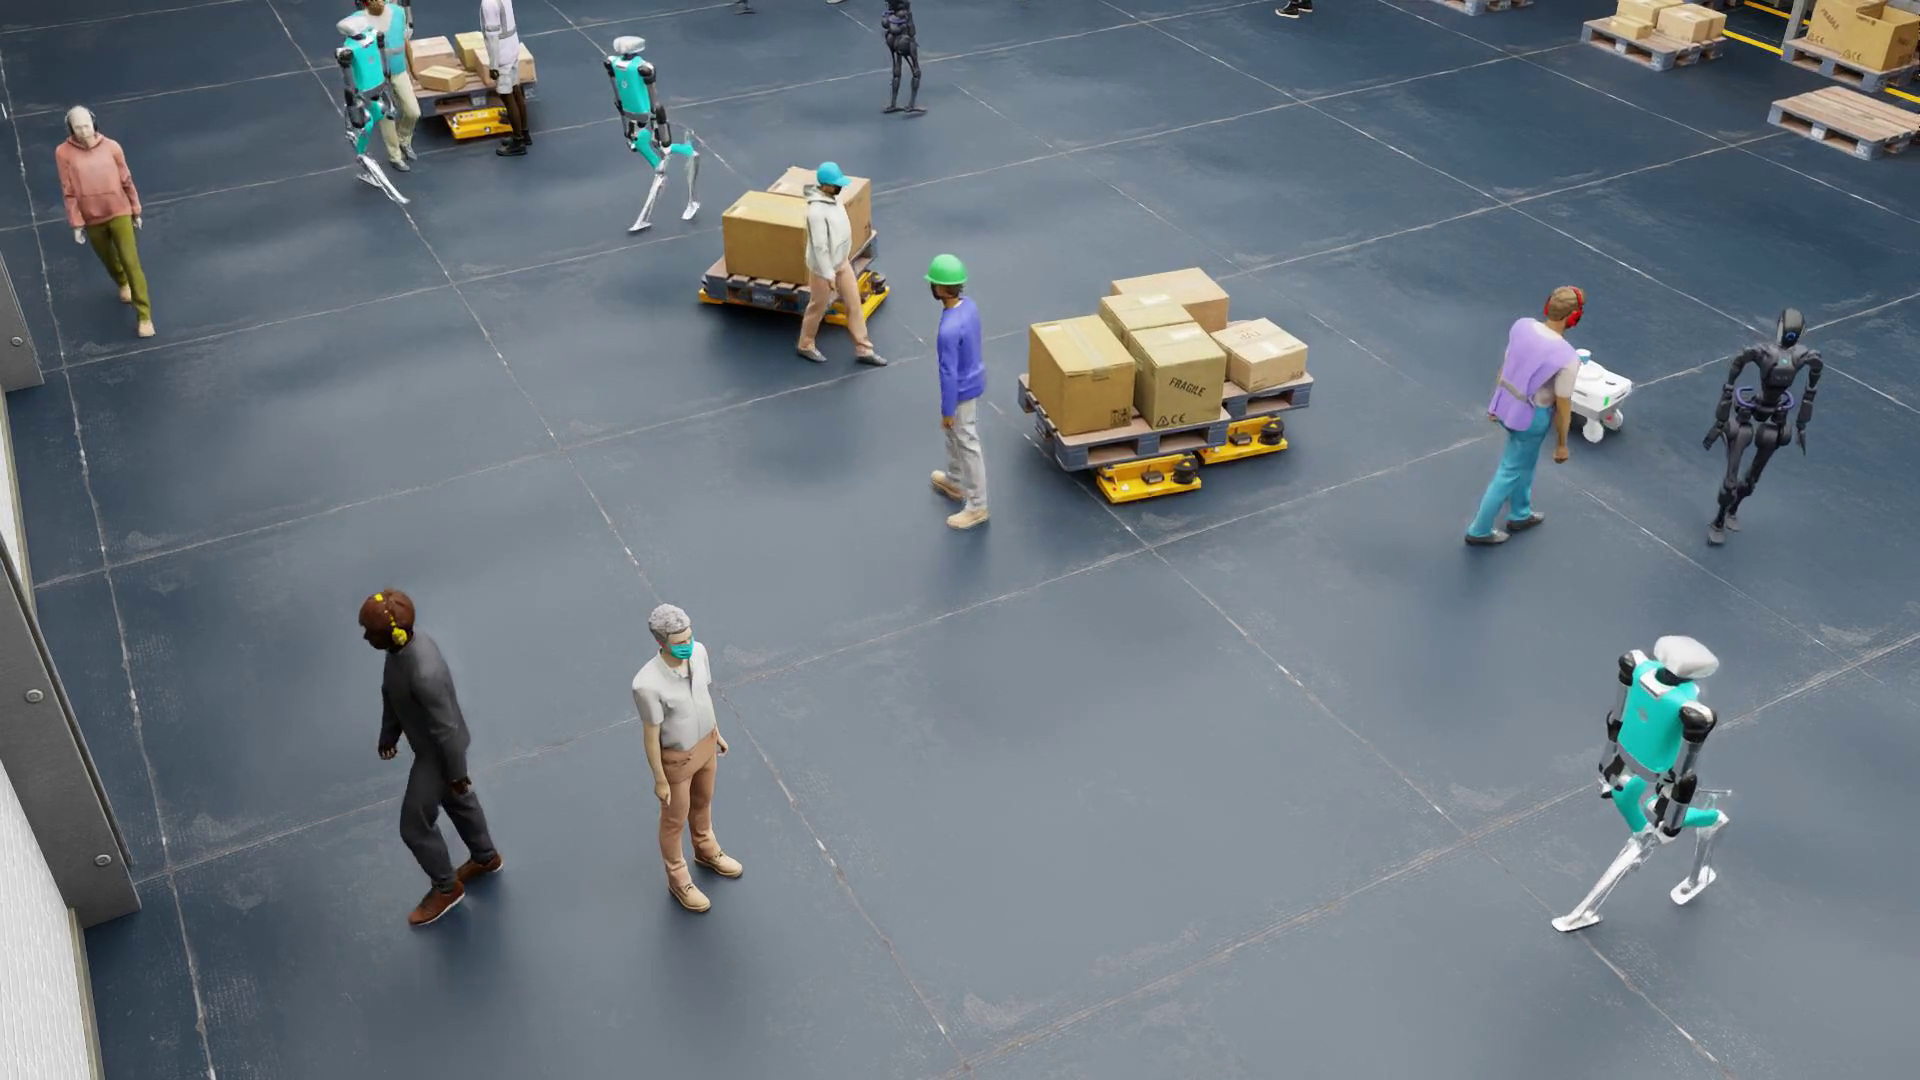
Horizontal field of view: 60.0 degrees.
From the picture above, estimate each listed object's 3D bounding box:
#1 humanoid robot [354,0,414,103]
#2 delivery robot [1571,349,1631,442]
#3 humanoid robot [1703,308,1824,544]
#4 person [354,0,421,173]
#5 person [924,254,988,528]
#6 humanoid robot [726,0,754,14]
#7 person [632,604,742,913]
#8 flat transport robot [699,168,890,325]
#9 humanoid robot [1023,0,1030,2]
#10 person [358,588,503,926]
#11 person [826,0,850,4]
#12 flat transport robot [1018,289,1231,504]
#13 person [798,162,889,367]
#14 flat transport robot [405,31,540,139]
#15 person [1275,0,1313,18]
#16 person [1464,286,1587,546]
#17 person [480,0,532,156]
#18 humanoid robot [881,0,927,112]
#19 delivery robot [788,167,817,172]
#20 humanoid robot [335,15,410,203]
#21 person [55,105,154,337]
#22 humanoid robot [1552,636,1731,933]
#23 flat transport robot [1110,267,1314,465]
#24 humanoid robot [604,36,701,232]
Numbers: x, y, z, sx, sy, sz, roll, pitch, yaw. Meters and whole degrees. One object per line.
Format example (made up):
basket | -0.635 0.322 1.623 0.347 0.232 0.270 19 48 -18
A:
humanoid robot | -5.867 -5.333 17.034 0.533 1.772 0.727 -9 36 -12
delivery robot | 4.435 -1.105 12.033 0.499 0.582 0.773 -27 43 -33
humanoid robot | 5.080 -0.730 10.537 0.610 1.647 0.390 5 35 7
person | -5.349 -4.348 15.572 0.462 1.817 0.635 28 44 34
person | -0.021 -0.969 10.735 0.517 1.846 0.549 10 36 14
humanoid robot | -2.649 -7.000 19.484 0.378 1.651 0.602 -5 35 -7
person | -1.311 1.023 7.966 0.320 1.747 0.473 19 39 25
flat transport robot | -1.362 -2.071 13.673 1.431 0.231 0.659 11 37 16
humanoid robot | 0.787 -7.217 19.733 0.557 1.734 0.990 -11 36 -15
person | -2.597 1.014 7.895 0.676 1.853 0.504 -17 38 -23
person | -1.496 -7.428 19.864 0.418 1.943 0.552 -13 37 -18
flat transport robot | 1.125 -0.745 11.779 0.659 0.231 1.431 -10 36 -14
person | -0.944 -2.042 12.433 0.727 1.640 0.478 16 38 22
flat transport robot | -5.017 -4.491 17.128 0.659 0.231 1.431 -15 38 -20
person | 4.010 -7.106 19.396 0.370 1.958 0.605 28 44 34
person | 3.636 -0.756 10.446 0.756 1.803 0.621 -11 36 -15
person | -4.405 -4.642 15.897 0.384 1.930 0.542 1 35 1
humanoid robot | -0.572 -5.153 16.841 0.407 1.656 0.583 -15 38 -20
delivery robot | -1.465 -3.019 14.764 0.499 0.580 0.757 9 36 13
humanoid robot | -5.481 -3.930 15.072 0.913 1.768 0.579 25 42 31
person | -6.706 -2.571 13.057 0.511 1.803 0.945 -13 37 -18
humanoid robot | 3.425 1.135 7.858 1.018 1.786 0.531 -13 37 -17
flat transport robot | 1.770 -1.024 12.178 0.659 0.231 1.431 -11 37 -16
humanoid robot | -2.611 -3.606 14.616 0.556 1.783 0.896 22 40 28
